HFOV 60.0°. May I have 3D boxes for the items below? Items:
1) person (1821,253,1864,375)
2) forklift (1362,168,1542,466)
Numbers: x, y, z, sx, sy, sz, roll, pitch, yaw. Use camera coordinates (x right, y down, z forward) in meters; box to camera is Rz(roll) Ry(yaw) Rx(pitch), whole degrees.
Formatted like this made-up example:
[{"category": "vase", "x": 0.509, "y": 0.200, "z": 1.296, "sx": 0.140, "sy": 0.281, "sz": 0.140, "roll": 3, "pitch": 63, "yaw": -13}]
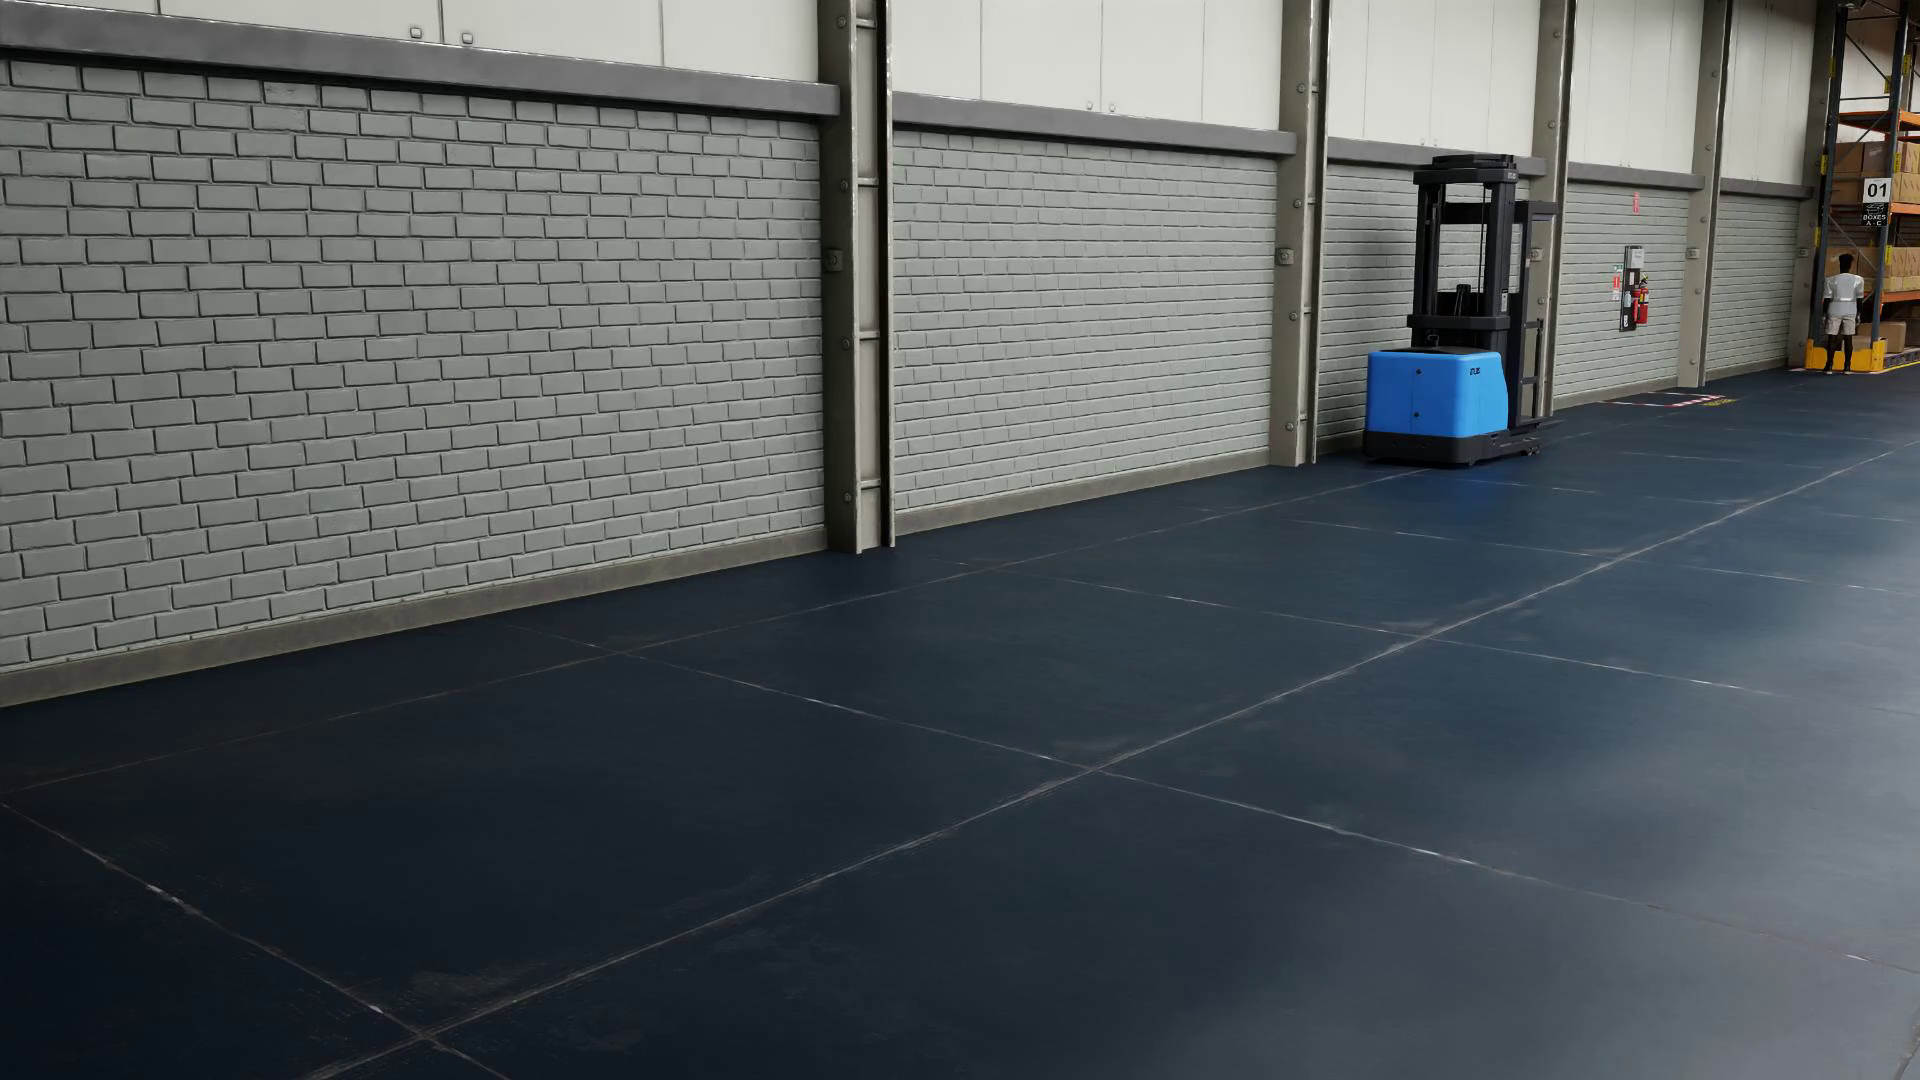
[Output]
[{"category": "person", "x": 14.435, "y": -3.700, "z": 27.236, "sx": 0.606, "sy": 1.966, "sz": 0.367, "roll": 2, "pitch": 10, "yaw": 13}, {"category": "forklift", "x": 4.875, "y": -2.212, "z": 16.287, "sx": 1.129, "sy": 2.768, "sz": 1.873, "roll": 8, "pitch": 13, "yaw": 40}]
